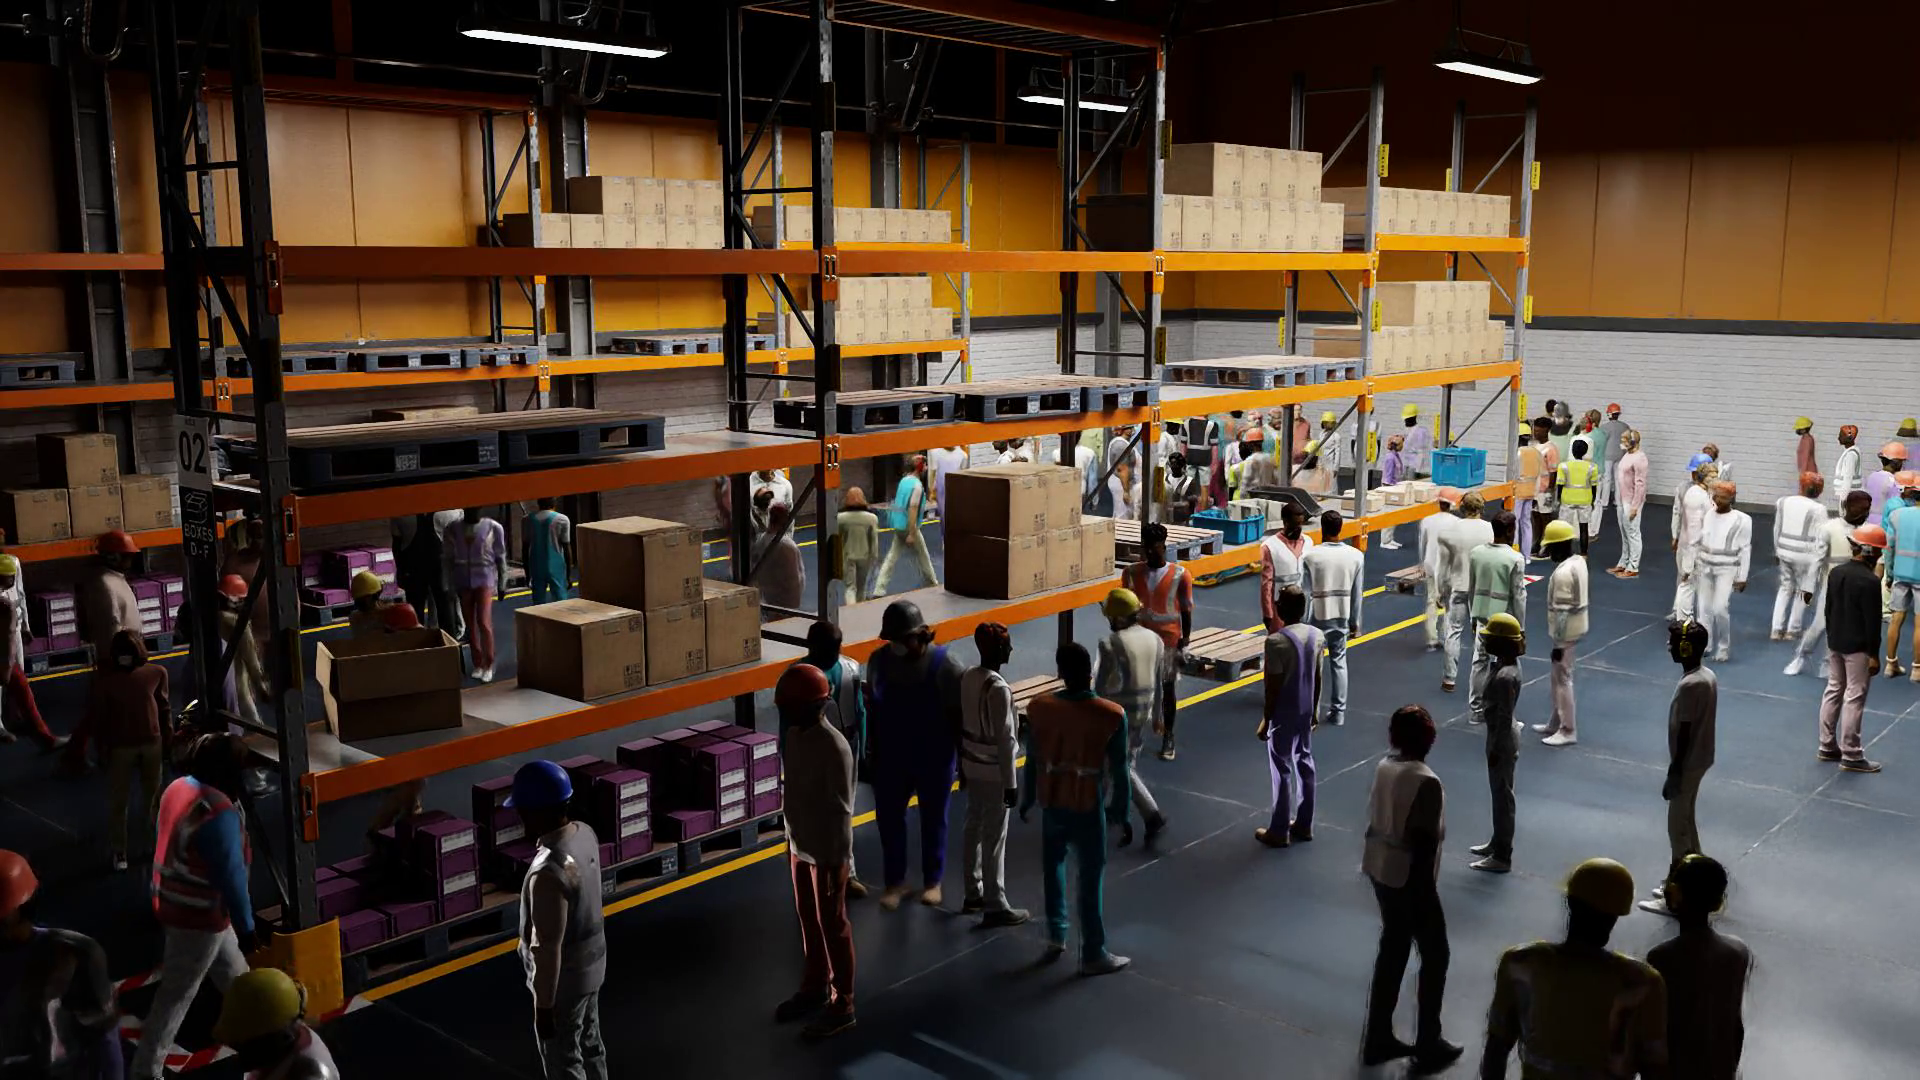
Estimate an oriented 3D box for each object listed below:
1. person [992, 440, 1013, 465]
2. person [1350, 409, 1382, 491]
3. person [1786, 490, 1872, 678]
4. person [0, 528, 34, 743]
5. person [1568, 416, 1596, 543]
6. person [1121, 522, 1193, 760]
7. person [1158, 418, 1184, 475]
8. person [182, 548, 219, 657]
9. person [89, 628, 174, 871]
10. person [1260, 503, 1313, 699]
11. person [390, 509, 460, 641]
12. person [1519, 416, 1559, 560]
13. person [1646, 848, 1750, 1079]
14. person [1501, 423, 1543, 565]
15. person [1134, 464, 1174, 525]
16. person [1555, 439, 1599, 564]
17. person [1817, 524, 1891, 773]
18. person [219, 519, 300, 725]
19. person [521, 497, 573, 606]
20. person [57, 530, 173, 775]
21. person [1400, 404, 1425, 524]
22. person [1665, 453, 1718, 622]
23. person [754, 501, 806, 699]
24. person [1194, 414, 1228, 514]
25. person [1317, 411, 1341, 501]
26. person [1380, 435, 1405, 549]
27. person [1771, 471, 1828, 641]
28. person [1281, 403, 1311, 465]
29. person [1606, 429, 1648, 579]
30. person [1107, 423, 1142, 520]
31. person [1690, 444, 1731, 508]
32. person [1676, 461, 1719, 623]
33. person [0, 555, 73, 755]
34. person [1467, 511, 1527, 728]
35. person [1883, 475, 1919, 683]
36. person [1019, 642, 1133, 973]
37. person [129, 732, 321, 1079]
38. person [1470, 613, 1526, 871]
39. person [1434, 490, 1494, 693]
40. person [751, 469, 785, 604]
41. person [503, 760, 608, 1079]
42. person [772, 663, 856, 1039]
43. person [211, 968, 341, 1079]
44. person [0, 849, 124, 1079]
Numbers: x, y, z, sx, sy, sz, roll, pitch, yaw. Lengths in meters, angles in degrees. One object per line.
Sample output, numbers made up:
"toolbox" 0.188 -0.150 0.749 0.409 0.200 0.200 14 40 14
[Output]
"person" 0.591 -0.519 21.877 0.341 1.876 0.572 1 10 5
"person" 6.865 -1.476 28.179 0.537 1.675 0.641 1 10 9
"person" 8.496 0.433 16.173 0.646 1.885 0.552 -3 10 -15
"person" -8.136 0.787 14.085 0.374 1.879 0.583 3 10 17
"person" 8.992 -0.876 24.127 0.390 1.839 0.564 0 10 -3
"person" 1.589 0.820 13.613 0.613 1.963 0.361 3 10 20
"person" 3.056 -0.934 24.230 0.397 1.920 0.587 5 11 26
"person" -7.213 0.584 15.826 0.317 1.696 0.538 -8 12 -40
"person" -5.550 1.392 11.190 0.507 1.631 0.280 -9 13 -42
"person" 2.964 0.597 15.128 0.599 1.909 0.402 -6 11 -33
"person" -5.416 0.225 16.942 0.681 2.000 0.535 -3 10 -17
"person" 7.955 -0.711 22.747 0.374 1.966 0.608 -1 10 -4
"person" 2.759 2.108 6.309 0.572 1.839 0.459 -4 10 -22
"person" 7.518 -0.610 22.322 0.591 1.913 0.396 -5 11 -25
"person" 2.407 -0.195 20.742 0.502 1.614 0.617 0 10 1
"person" 8.276 -0.509 22.341 0.541 1.698 0.315 2 10 13
"person" 7.184 0.856 13.337 0.392 1.985 0.609 -1 10 -5
"person" -5.921 0.763 14.171 0.636 1.899 0.400 -9 13 -44
"person" -4.175 0.340 16.845 0.506 1.842 0.348 1 10 4
"person" -6.721 0.887 13.248 0.961 1.960 0.620 -2 10 -10
"person" 7.020 -1.176 25.748 0.601 1.883 0.667 -2 10 -9
"person" 8.272 -0.012 18.649 0.402 1.943 0.605 -9 13 -42
"person" -1.671 0.584 15.237 0.709 1.882 0.654 -5 11 -27
"person" 3.970 -1.309 26.457 1.092 1.931 0.649 -8 12 -39
"person" 5.729 -1.136 25.950 0.287 1.746 0.484 -5 11 -29
"person" 6.127 -0.683 23.591 0.313 1.631 0.524 4 10 22
"person" 8.975 0.175 17.762 0.446 1.862 0.625 -6 11 -30
"person" 5.246 -1.248 26.186 0.649 1.900 0.398 -3 10 -19
"person" 8.614 -0.466 21.392 0.372 1.934 0.627 1 10 5
"person" 2.273 -0.723 22.599 0.538 2.000 0.684 0 10 -1
"person" 10.149 -0.498 22.546 0.526 1.594 0.788 7 12 34
"person" 7.960 0.110 17.954 0.370 1.934 0.627 6 11 31
"person" -7.726 0.974 13.434 0.534 1.717 0.894 4 10 24
"person" 4.668 0.697 14.488 0.391 1.919 0.590 -6 11 -31
"person" 9.283 0.359 16.135 0.397 2.043 0.610 -5 11 -28
"person" 0.642 1.534 9.564 0.705 1.891 0.419 4 10 21
"person" -3.689 1.823 8.169 1.011 1.781 0.650 -8 12 -39
"person" 3.606 1.344 11.151 0.294 1.744 0.486 3 10 18
"person" 4.794 0.496 15.676 0.634 1.931 0.359 3 10 16
"person" -2.285 -0.167 19.634 0.377 1.931 0.625 7 12 35
"person" -1.750 1.897 7.277 0.415 1.939 0.604 1 10 3
"person" -0.779 1.619 8.793 0.408 1.986 0.618 -6 11 -33
"person" -2.228 2.249 5.658 0.921 1.779 0.610 -5 11 -27
"person" -3.383 2.086 5.921 0.632 2.006 0.856 0 10 -1
